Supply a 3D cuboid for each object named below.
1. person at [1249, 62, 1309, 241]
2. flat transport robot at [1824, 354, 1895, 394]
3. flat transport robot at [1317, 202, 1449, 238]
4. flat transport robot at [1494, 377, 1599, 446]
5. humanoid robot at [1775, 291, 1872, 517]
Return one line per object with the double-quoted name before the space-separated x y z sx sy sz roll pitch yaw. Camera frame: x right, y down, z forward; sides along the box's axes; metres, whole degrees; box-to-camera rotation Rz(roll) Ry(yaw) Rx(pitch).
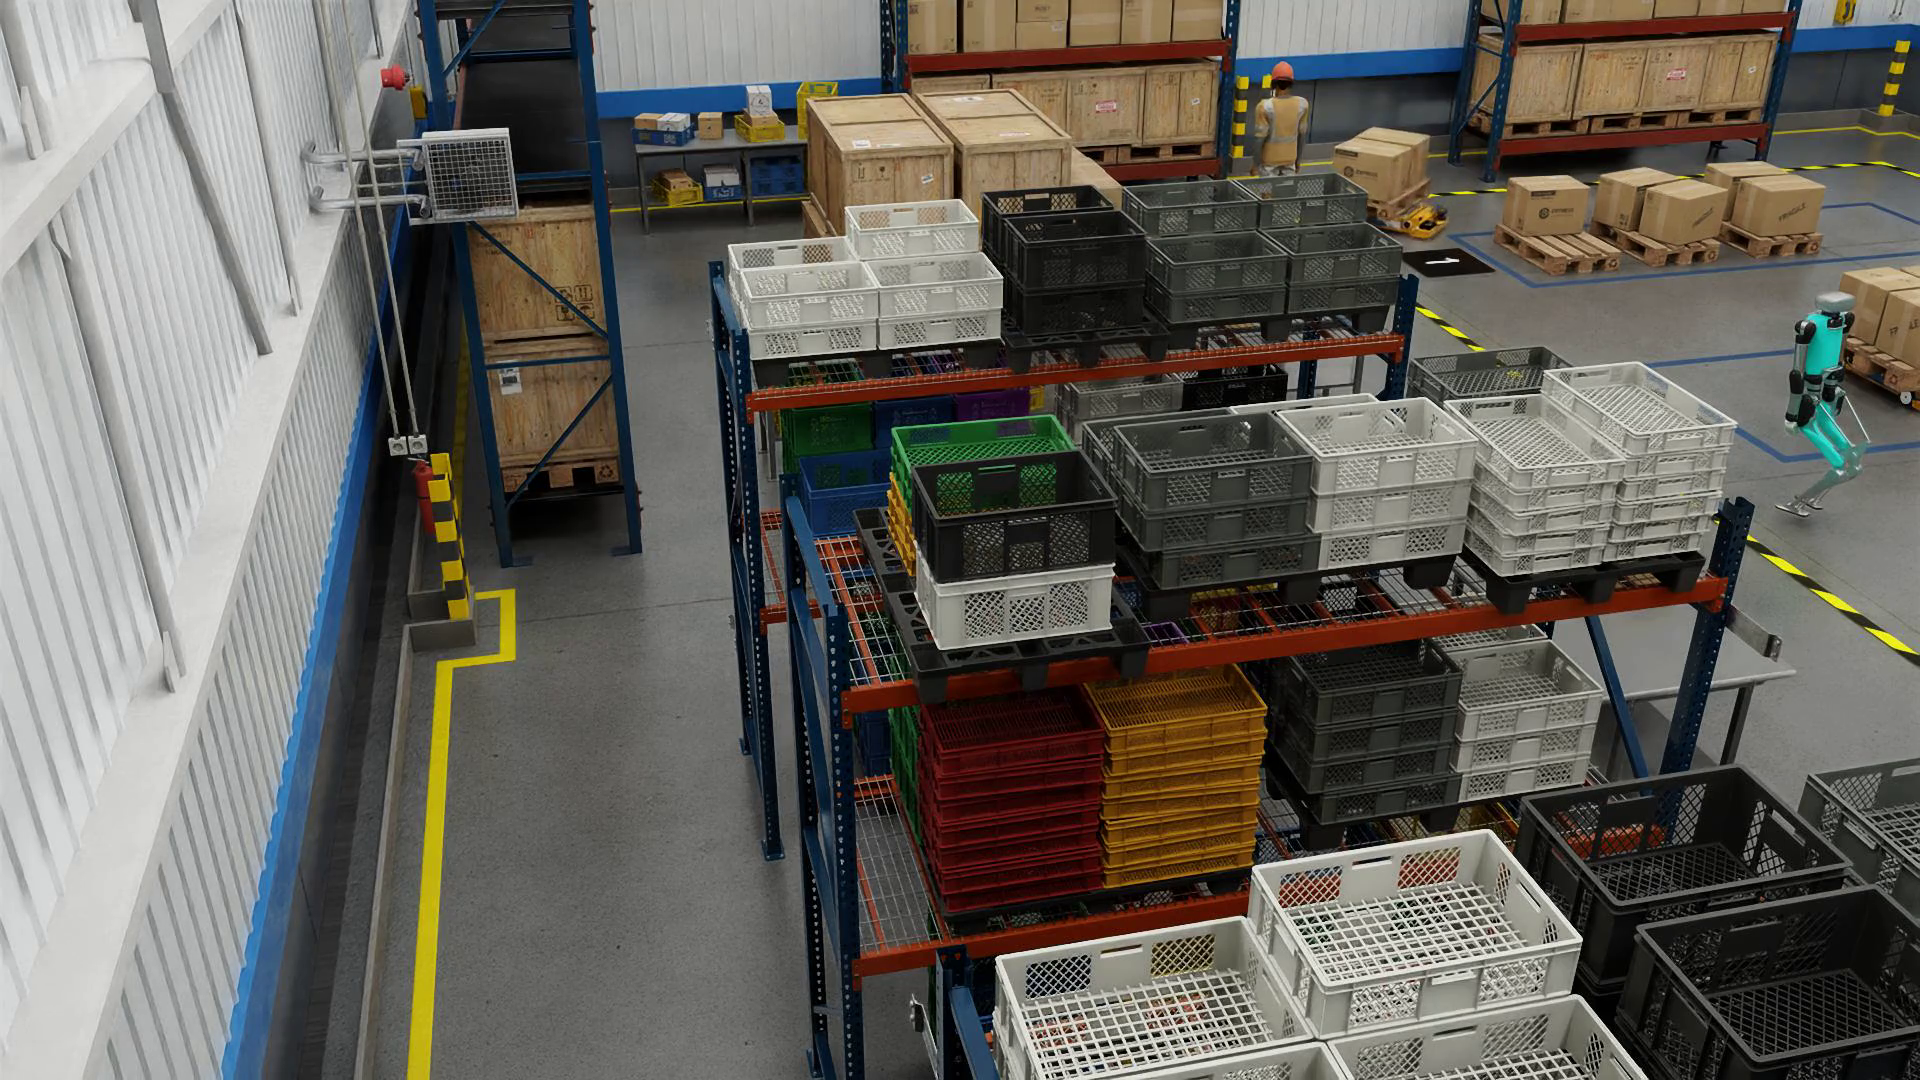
"person" 3.416 -4.119 17.966 0.605 2.038 0.390 -7 29 -14
"flat transport robot" 8.473 -1.467 14.800 0.652 0.197 1.431 -6 28 -12
"flat transport robot" 4.835 -3.767 19.165 1.431 0.197 0.652 18 33 30
"flat transport robot" 4.780 -1.036 14.013 0.659 0.231 1.431 -6 28 -12
"humanoid robot" 6.374 -0.936 12.108 0.533 1.672 0.735 -14 31 -25
